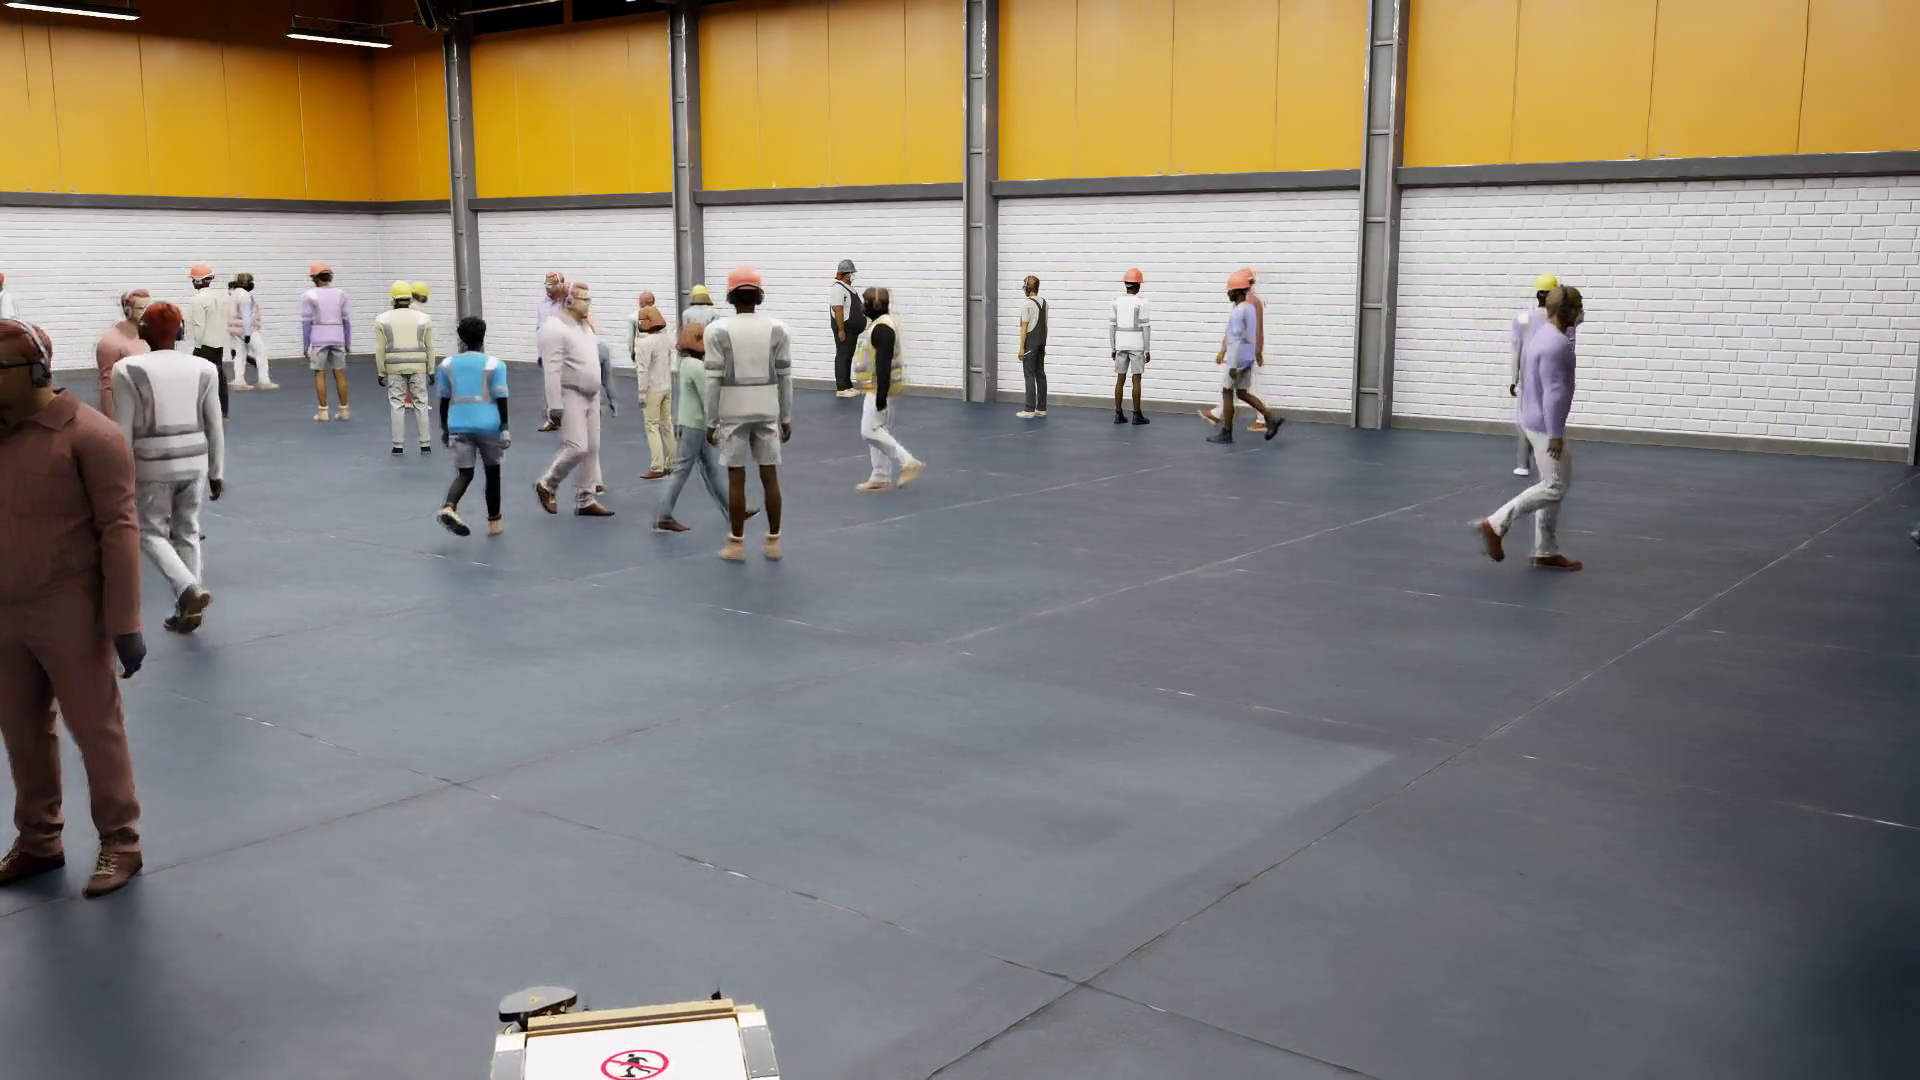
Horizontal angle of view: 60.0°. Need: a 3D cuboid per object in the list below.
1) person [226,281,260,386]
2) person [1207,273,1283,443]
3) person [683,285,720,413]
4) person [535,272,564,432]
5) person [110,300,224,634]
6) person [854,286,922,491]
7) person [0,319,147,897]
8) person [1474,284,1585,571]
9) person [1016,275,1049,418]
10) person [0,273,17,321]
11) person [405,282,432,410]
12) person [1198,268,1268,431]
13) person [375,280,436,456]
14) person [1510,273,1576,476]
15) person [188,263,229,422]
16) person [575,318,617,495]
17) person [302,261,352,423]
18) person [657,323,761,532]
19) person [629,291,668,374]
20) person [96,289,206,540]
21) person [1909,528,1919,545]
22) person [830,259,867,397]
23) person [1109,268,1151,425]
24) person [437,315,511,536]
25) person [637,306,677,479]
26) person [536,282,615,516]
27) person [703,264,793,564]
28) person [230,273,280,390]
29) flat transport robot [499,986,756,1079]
[{"bbox_3d":[-11.553,-3.320,26.786,0.540,1.682,0.540,9,13,43],"label":"person"},{"bbox_3d":[3.183,-2.009,18.502,0.745,1.916,0.553,6,11,31],"label":"person"},{"bbox_3d":[-3.375,-2.480,21.816,0.491,1.703,0.708,0,10,-2],"label":"person"},{"bbox_3d":[-4.768,-2.222,19.747,0.644,1.903,0.400,4,11,23],"label":"person"},{"bbox_3d":[-4.289,-0.372,9.089,0.597,1.859,0.591,9,13,41],"label":"person"},{"bbox_3d":[-0.674,-1.317,14.686,0.524,1.833,0.638,-1,10,-4],"label":"person"},{"bbox_3d":[-3.033,0.232,5.477,0.746,1.903,0.397,2,10,13],"label":"person"},{"bbox_3d":[3.826,-0.734,11.029,0.618,1.918,0.641,3,10,18],"label":"person"},{"bbox_3d":[0.949,-2.494,21.517,0.332,1.841,0.505,8,13,39],"label":"person"},{"bbox_3d":[-14.531,-3.178,25.477,0.578,1.855,0.891,7,12,37],"label":"person"},{"bbox_3d":[-7.428,-2.639,22.690,0.357,1.724,0.679,-8,13,-39],"label":"person"},{"bbox_3d":[3.347,-2.285,20.012,1.049,1.927,0.624,6,11,31],"label":"person"},{"bbox_3d":[-5.815,-1.797,17.457,0.600,1.836,0.404,-4,11,-24],"label":"person"},{"bbox_3d":[5.518,-1.555,15.789,0.587,1.927,0.364,2,10,12],"label":"person"},{"bbox_3d":[-9.374,-2.437,20.727,0.375,1.995,0.611,0,10,3],"label":"person"},{"bbox_3d":[-3.356,-1.213,14.788,0.521,1.577,0.859,-7,12,-37],"label":"person"},{"bbox_3d":[-7.984,-2.496,20.984,0.625,2.024,0.445,-9,13,-43],"label":"person"},{"bbox_3d":[-1.936,-0.851,12.659,0.858,1.581,0.518,-4,10,-20],"label":"person"},{"bbox_3d":[-4.102,-2.475,22.010,0.546,1.615,0.589,0,10,1],"label":"person"},{"bbox_3d":[-6.073,-0.937,12.391,0.969,1.866,0.654,3,10,16],"label":"person"},{"bbox_3d":[6.942,-0.708,11.207,0.719,1.816,0.608,2,10,9],"label":"person"},{"bbox_3d":[-1.650,-3.155,24.770,0.538,2.000,0.686,2,10,10],"label":"person"},{"bbox_3d":[2.132,-2.401,20.681,0.553,1.935,0.361,7,12,34],"label":"person"},{"bbox_3d":[-3.604,-0.816,12.239,0.561,1.664,0.687,0,10,3],"label":"person"},{"bbox_3d":[-2.867,-1.380,15.656,0.279,1.628,0.507,4,10,21],"label":"person"},{"bbox_3d":[-3.090,-1.114,13.323,0.506,1.885,0.672,3,10,17],"label":"person"},{"bbox_3d":[-1.449,-0.857,11.386,0.614,2.041,0.387,-4,10,-20],"label":"person"},{"bbox_3d":[-11.004,-3.239,25.905,0.747,1.816,0.641,-9,13,-42],"label":"person"},{"bbox_3d":[-0.710,1.352,3.679,0.652,0.197,1.431,-2,10,-12],"label":"flat transport robot"}]
